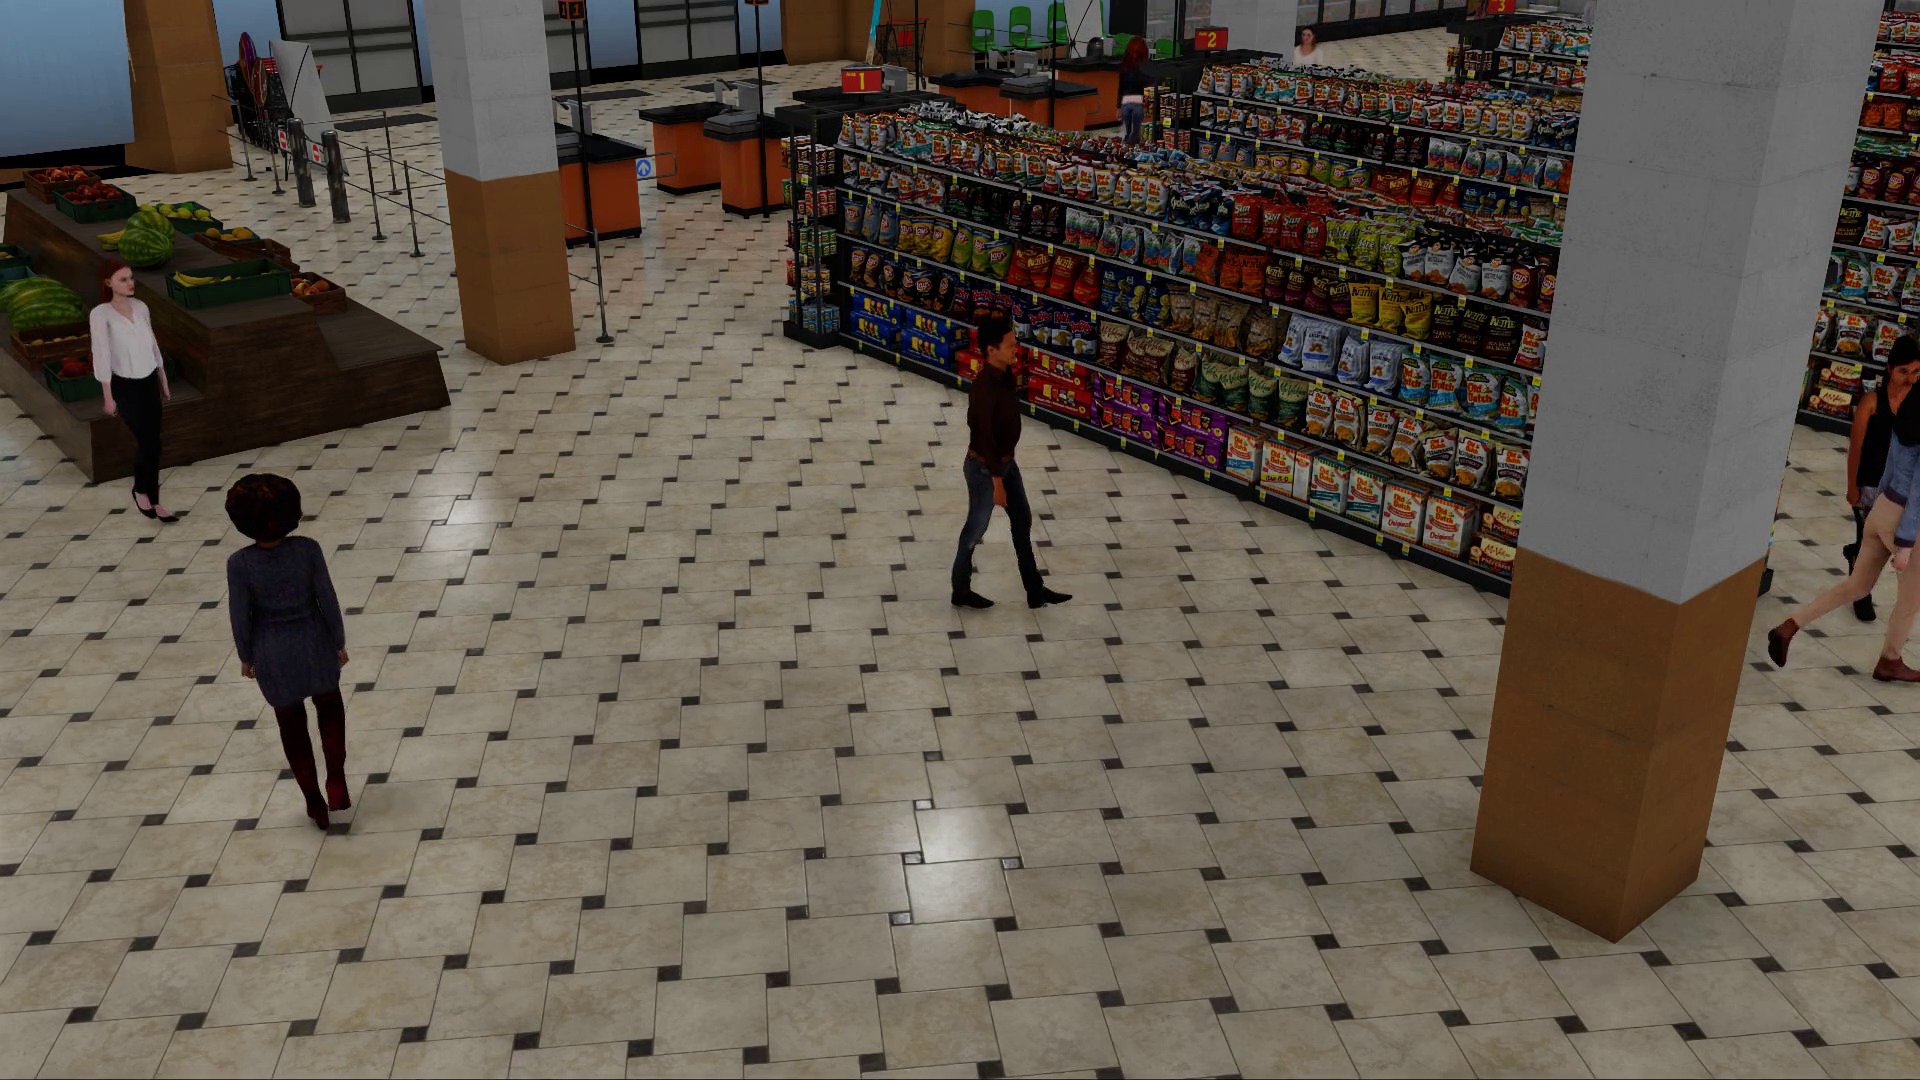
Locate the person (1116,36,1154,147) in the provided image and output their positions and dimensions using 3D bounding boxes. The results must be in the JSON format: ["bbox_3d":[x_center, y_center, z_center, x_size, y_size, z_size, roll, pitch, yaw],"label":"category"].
[{"bbox_3d":[2.104,-5.278,20.518,0.639,1.774,0.721,15,28,30],"label":"person"}]

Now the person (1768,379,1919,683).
[{"bbox_3d":[4.716,-0.021,8.542,1.123,1.744,1.103,0,24,-1],"label":"person"}]

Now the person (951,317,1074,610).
[{"bbox_3d":[0.095,-0.402,9.396,1.078,1.755,0.947,9,25,19],"label":"person"}]

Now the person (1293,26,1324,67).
[{"bbox_3d":[4.664,-6.073,22.487,1.069,1.651,0.906,14,27,30],"label":"person"}]

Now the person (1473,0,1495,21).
[{"bbox_3d":[9.866,-9.916,31.117,0.826,1.773,0.731,-8,25,-17],"label":"person"}]

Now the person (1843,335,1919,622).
[{"bbox_3d":[5.218,-0.381,9.466,0.843,1.662,0.908,-2,24,-6],"label":"person"}]

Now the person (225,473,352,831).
[{"bbox_3d":[-2.908,0.544,7.302,0.671,1.702,0.704,-11,26,-24],"label":"person"}]

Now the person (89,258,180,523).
[{"bbox_3d":[-5.322,-0.931,10.612,0.760,1.751,0.729,8,25,17],"label":"person"}]
